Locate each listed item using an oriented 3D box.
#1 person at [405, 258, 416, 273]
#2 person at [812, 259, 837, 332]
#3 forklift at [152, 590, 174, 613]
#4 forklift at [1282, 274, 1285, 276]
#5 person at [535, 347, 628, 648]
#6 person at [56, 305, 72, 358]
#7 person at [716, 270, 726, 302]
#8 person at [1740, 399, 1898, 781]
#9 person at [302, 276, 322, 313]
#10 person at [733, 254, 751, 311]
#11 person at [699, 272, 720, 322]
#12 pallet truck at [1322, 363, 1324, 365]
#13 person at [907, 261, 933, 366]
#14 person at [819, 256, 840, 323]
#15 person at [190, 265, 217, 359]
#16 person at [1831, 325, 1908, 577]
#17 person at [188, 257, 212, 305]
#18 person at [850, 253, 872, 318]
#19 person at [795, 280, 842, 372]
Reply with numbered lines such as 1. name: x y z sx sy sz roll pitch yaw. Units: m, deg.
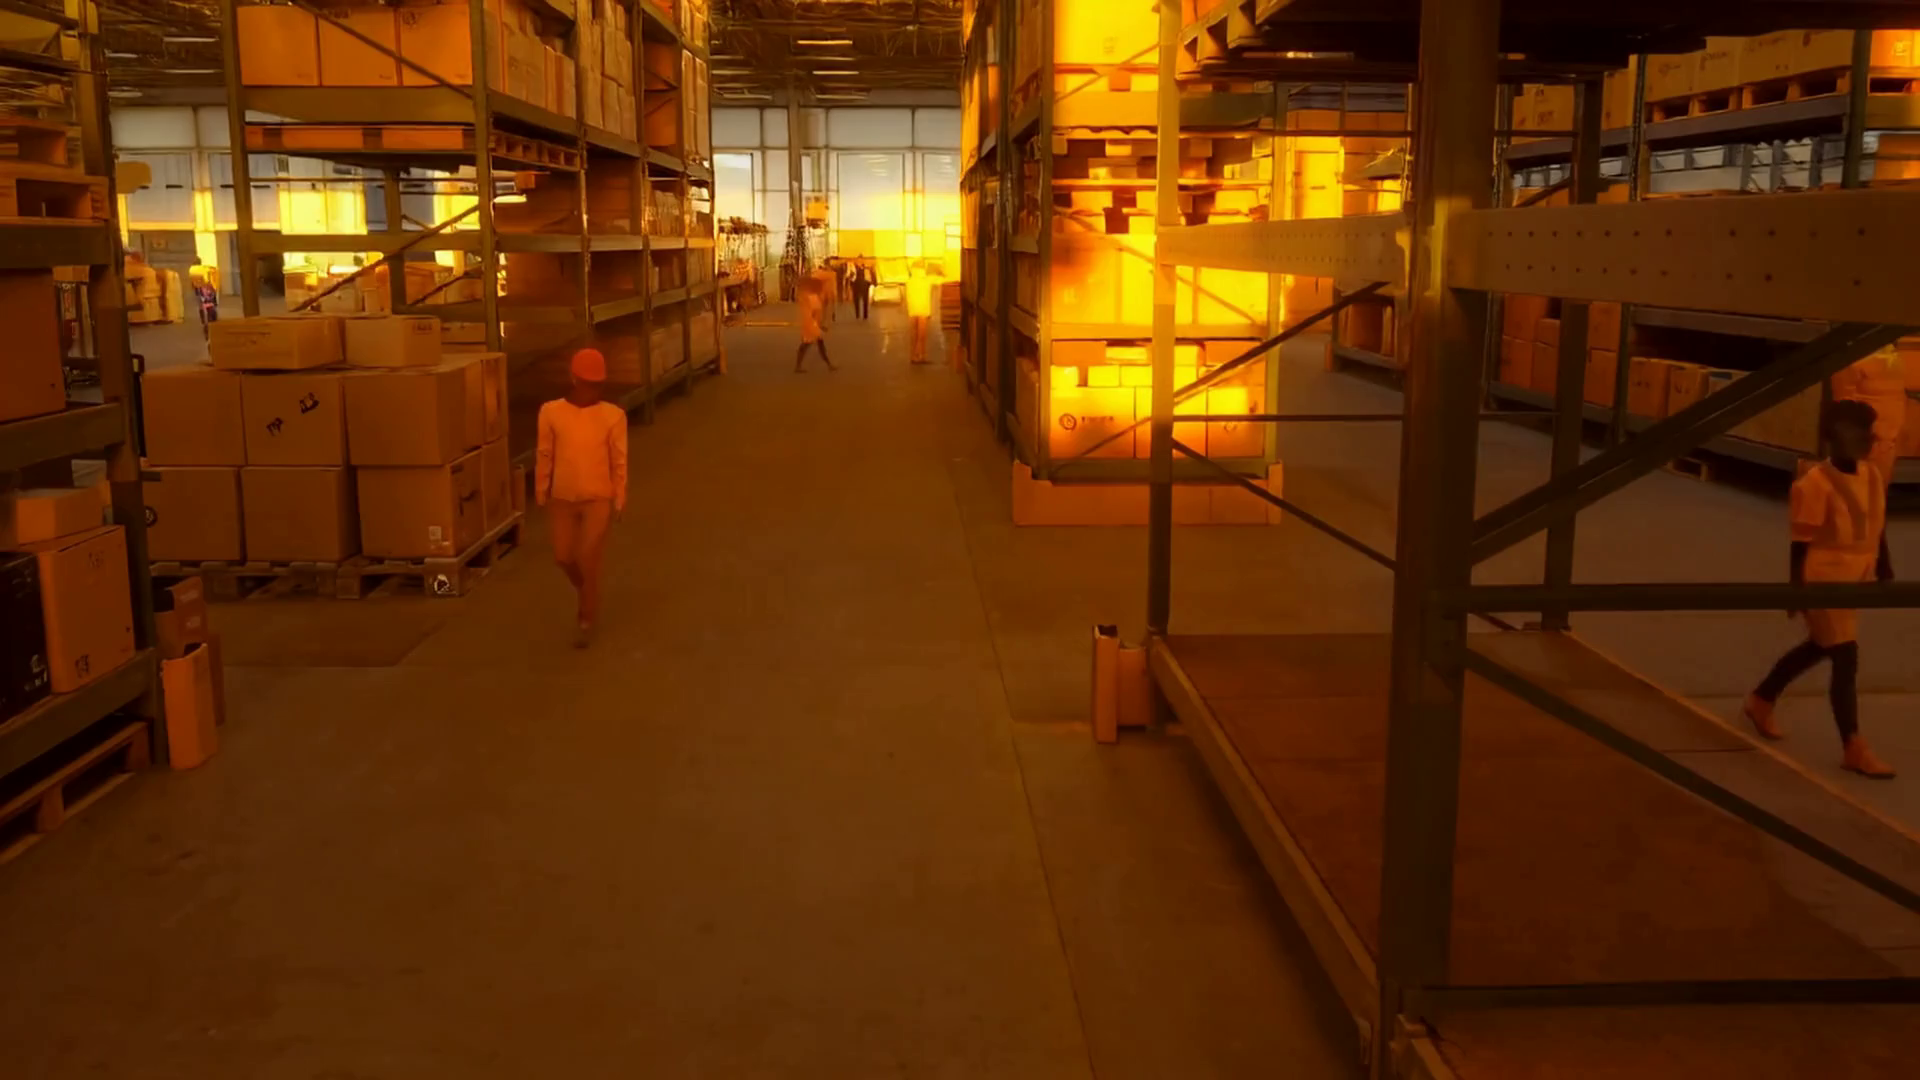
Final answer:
1. person: -17.627 -8.126 53.345 0.562 1.830 0.399 -7 12 -33
2. person: -3.504 -6.320 43.028 0.628 1.907 0.830 -2 10 -9
3. forklift: -5.858 -0.811 9.639 1.873 2.768 1.129 -1 10 -3
4. forklift: 12.179 -10.613 64.245 1.129 2.768 1.873 0 10 -2
5. person: -2.207 -0.271 9.786 0.550 1.741 0.595 0 10 -2
6. person: -12.212 -2.555 22.163 0.556 1.888 1.030 0 10 1
7. person: -9.466 -10.137 64.399 0.992 1.881 0.608 7 12 35
8. person: 3.922 0.177 7.538 0.532 1.661 0.840 -6 12 -30
9. person: -13.692 -4.772 35.192 0.310 1.632 0.505 5 11 25
10. person: -7.378 -8.638 55.923 0.532 1.913 0.614 1 10 6
11. person: -5.078 -4.539 33.300 0.582 1.846 0.953 -3 11 -18
12. pallet truck: 7.712 -4.157 30.737 1.885 1.965 0.823 3 11 16
13. person: -0.735 -4.284 31.487 0.406 1.980 0.622 9 13 41
14. person: -3.810 -7.230 48.087 0.658 1.907 0.800 0 10 -2
15. person: -13.227 -3.842 29.151 0.375 1.935 0.551 -3 11 -18
16. person: 6.326 -0.662 11.560 0.647 1.900 0.401 -5 11 -24
17. person: -22.073 -7.271 48.357 0.597 1.899 0.453 -6 12 -29
18. person: -3.043 -7.823 51.043 0.685 2.000 0.995 0 10 -1
19. person: -2.574 -3.841 29.912 0.865 1.646 0.555 1 10 4
